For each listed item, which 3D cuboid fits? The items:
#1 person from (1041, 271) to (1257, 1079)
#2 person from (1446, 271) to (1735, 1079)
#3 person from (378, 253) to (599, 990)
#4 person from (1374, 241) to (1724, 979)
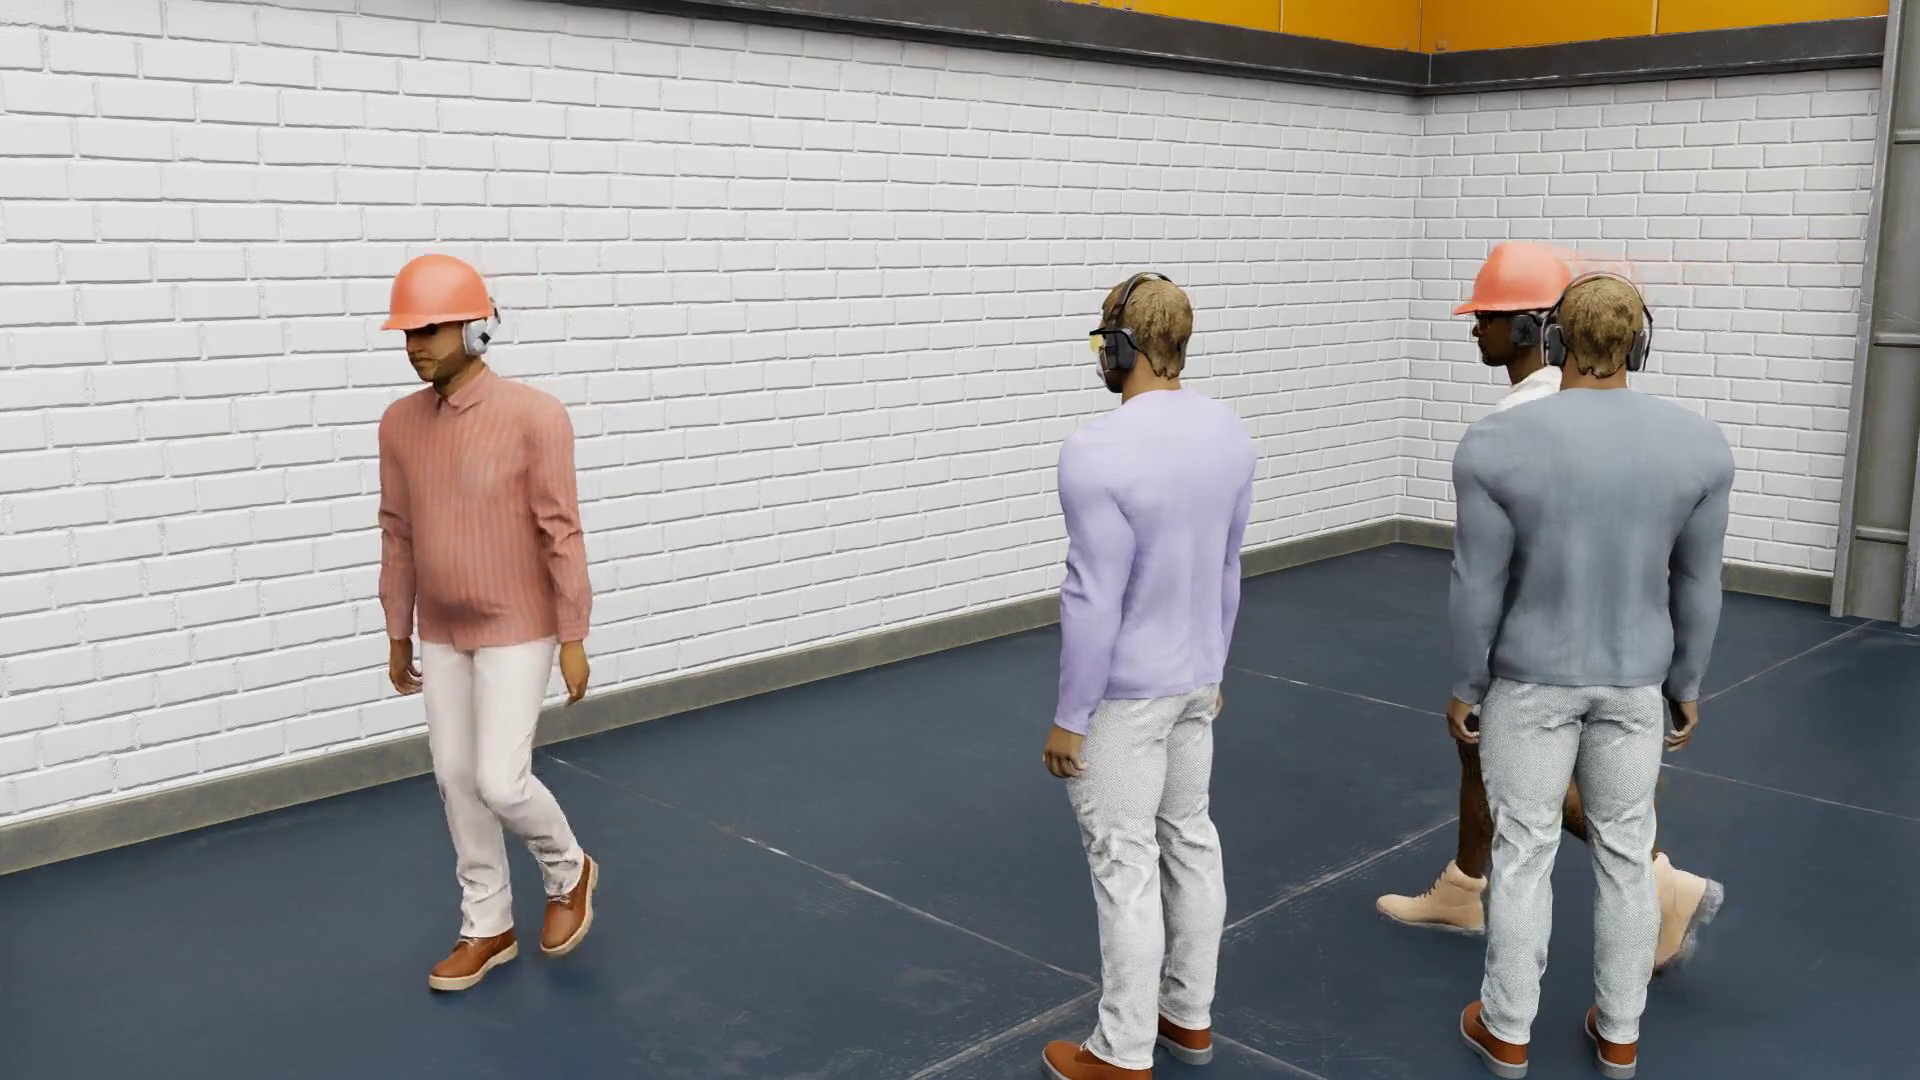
[{"bbox_3d":[0.429,0.351,3.907,0.360,1.938,0.635,9,14,42],"label":"person"},{"bbox_3d":[1.463,0.341,3.964,0.632,1.940,0.372,1,10,4],"label":"person"},{"bbox_3d":[-1.285,0.235,4.432,0.654,1.974,0.446,5,11,23],"label":"person"},{"bbox_3d":[1.634,0.203,4.539,0.873,2.015,0.614,6,12,30],"label":"person"}]
